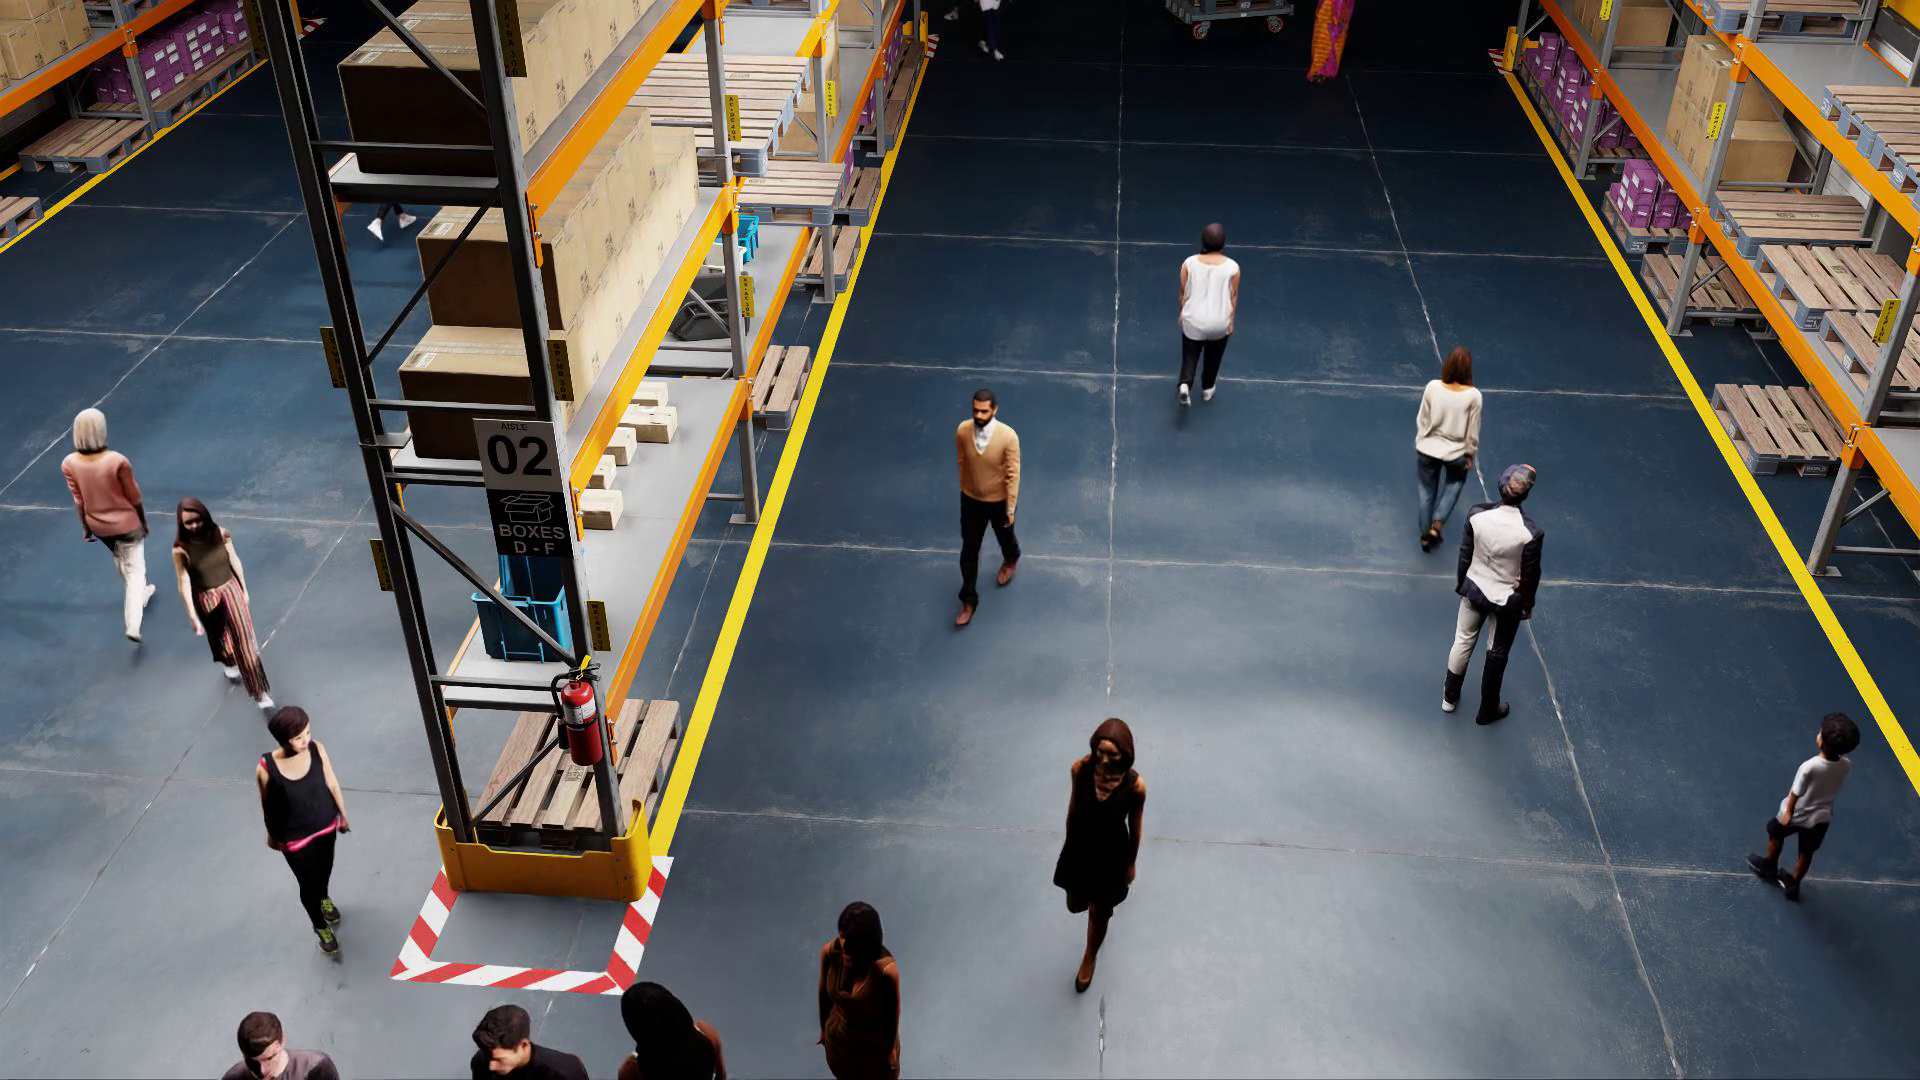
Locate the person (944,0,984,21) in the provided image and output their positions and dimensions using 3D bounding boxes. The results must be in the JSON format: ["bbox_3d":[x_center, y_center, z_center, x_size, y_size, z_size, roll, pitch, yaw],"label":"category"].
[{"bbox_3d":[0.097,-8.250,23.953,0.816,1.457,0.920,-9,35,-13],"label":"person"}]

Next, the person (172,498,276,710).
[{"bbox_3d":[-4.917,0.353,10.955,0.982,1.518,1.116,-20,39,-27],"label":"person"}]

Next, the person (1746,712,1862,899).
[{"bbox_3d":[4.839,1.545,9.406,0.558,1.249,0.620,-5,34,-7],"label":"person"}]

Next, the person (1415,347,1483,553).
[{"bbox_3d":[3.549,-0.621,12.281,0.734,1.673,0.742,17,37,24],"label":"person"}]

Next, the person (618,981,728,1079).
[{"bbox_3d":[-1.144,2.670,7.254,1.076,1.758,1.253,-16,37,-22],"label":"person"}]

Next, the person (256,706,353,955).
[{"bbox_3d":[-3.648,1.518,9.192,0.774,1.531,0.827,-28,42,-35],"label":"person"}]

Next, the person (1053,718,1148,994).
[{"bbox_3d":[0.765,1.619,8.775,0.728,1.825,0.869,13,36,19],"label":"person"}]

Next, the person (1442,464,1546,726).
[{"bbox_3d":[3.405,0.347,10.627,0.771,1.893,0.782,23,40,31],"label":"person"}]

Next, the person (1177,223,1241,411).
[{"bbox_3d":[2.088,-1.875,14.172,0.776,1.667,0.993,10,35,15],"label":"person"}]

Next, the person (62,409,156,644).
[{"bbox_3d":[-5.821,-0.069,11.435,0.763,1.690,1.136,-6,34,-8],"label":"person"}]

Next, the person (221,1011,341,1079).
[{"bbox_3d":[-2.834,2.626,7.244,0.756,1.842,0.788,-4,34,-6],"label":"person"}]

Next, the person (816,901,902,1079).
[{"bbox_3d":[-0.461,2.328,7.829,0.614,1.690,0.597,13,36,18],"label":"person"}]

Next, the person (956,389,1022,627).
[{"bbox_3d":[0.238,-0.321,11.773,0.852,1.736,1.228,11,35,16],"label":"person"}]

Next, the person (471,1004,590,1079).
[{"bbox_3d":[-1.748,2.599,7.214,0.848,1.920,0.807,9,35,13],"label":"person"}]

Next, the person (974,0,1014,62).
[{"bbox_3d":[0.388,-7.369,22.382,0.973,1.729,1.232,-12,35,-17],"label":"person"}]

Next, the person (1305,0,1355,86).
[{"bbox_3d":[4.860,-6.795,21.586,0.871,1.655,1.095,15,37,22],"label":"person"}]
